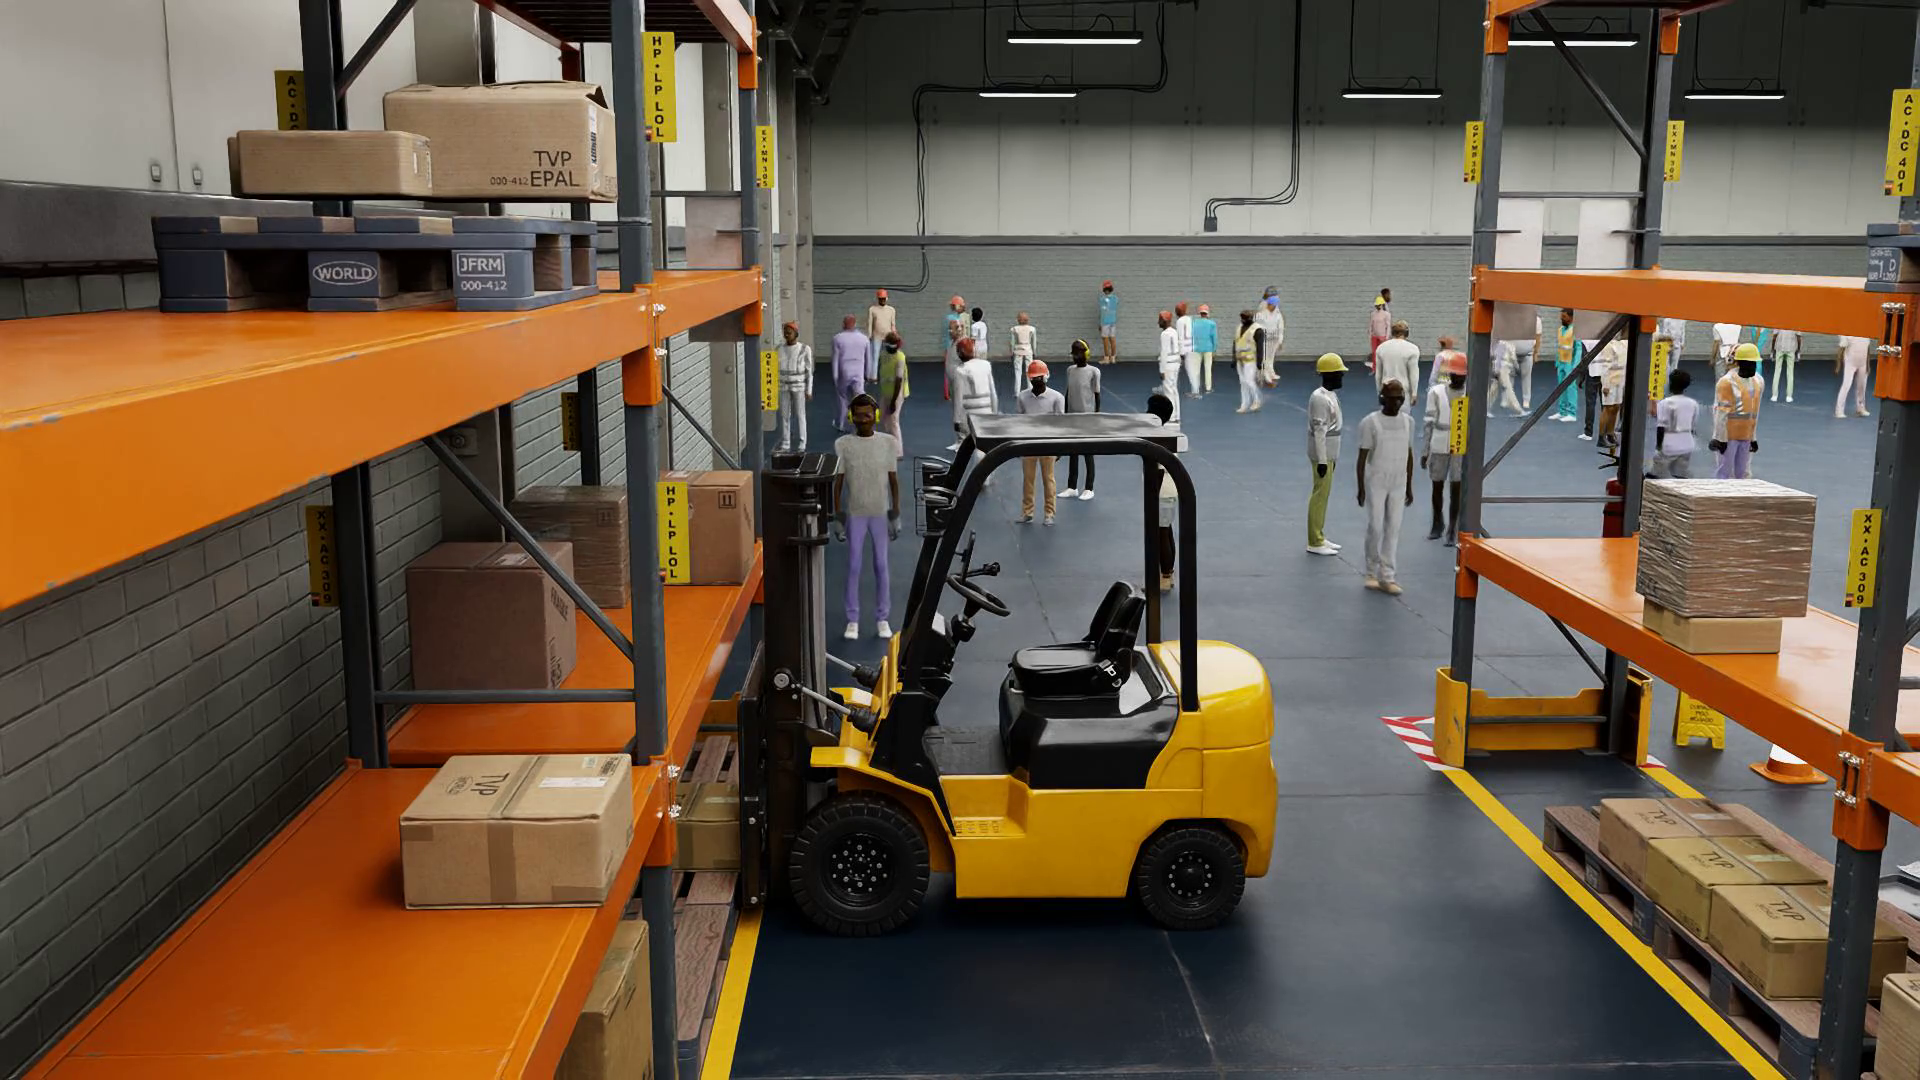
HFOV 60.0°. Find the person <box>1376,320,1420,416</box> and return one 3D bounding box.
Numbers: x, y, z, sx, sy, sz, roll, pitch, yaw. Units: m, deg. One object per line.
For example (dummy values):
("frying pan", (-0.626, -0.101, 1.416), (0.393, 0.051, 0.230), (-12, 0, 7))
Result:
("person", (5.926, -2.012, 22.582), (0.627, 1.933, 0.366), (9, 14, 41))

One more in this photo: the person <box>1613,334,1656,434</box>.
("person", (10.424, -2.599, 25.744), (0.613, 1.965, 0.361), (10, 14, 43))

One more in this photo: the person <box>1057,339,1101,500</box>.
("person", (1.393, -1.395, 19.330), (0.512, 1.865, 0.329), (9, 13, 40))

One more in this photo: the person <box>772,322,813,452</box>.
("person", (-2.375, -2.088, 23.173), (0.667, 1.880, 0.359), (3, 11, 15))

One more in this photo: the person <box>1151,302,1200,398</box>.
("person", (4.198, -3.641, 31.920), (0.986, 1.827, 0.584), (7, 12, 34))

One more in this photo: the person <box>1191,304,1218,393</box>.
("person", (4.823, -3.783, 32.939), (0.572, 1.748, 0.335), (4, 11, 21))

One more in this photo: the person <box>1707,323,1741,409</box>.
("person", (13.637, -3.239, 29.656), (0.564, 1.841, 0.394), (-4, 11, -19))

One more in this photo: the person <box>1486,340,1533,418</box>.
("person", (9.242, -2.824, 28.022), (0.903, 1.581, 0.531), (6, 12, 32))

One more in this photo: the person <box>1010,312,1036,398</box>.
("person", (1.212, -3.550, 31.943), (0.514, 1.644, 0.307), (-1, 10, -7))

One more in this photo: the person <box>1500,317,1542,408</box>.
("person", (10.072, -3.392, 29.955), (0.689, 2.000, 0.539), (5, 11, 26))

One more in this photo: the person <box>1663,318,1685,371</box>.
("person", (14.901, -4.094, 34.745), (0.497, 1.730, 0.377), (-2, 10, -14))

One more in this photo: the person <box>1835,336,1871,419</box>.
("person", (15.203, -2.958, 28.234), (0.749, 1.804, 0.527), (-1, 10, -8))

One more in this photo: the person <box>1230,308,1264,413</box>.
("person", (5.003, -3.115, 29.018), (0.435, 1.832, 0.642), (-6, 12, -29))

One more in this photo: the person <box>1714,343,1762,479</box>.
("person", (8.214, -1.108, 17.544), (0.584, 1.928, 0.374), (-6, 12, -29))

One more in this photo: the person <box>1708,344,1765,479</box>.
("person", (8.243, -1.138, 17.769), (0.636, 1.911, 0.404), (-6, 12, -28))

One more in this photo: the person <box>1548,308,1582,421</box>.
("person", (10.177, -2.945, 27.811), (0.370, 1.915, 0.597), (-2, 10, -13))

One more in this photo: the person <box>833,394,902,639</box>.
("person", (-0.689, -0.175, 12.543), (0.531, 1.863, 0.331), (-1, 10, -6))

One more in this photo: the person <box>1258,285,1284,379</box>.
("person", (6.809, -4.548, 36.395), (0.538, 2.000, 0.684), (-2, 10, -13))

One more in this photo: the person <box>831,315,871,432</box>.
("person", (-1.715, -2.575, 25.928), (0.671, 1.848, 1.012), (-4, 11, -20))

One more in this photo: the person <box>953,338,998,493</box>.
("person", (0.143, -1.488, 19.880), (0.628, 1.852, 0.635), (10, 14, 44))

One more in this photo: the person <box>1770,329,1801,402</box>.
("person", (15.490, -3.523, 31.197), (0.509, 1.863, 0.331), (5, 12, 28))

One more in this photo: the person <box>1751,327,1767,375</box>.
("person", (16.593, -4.123, 34.619), (0.360, 1.834, 0.521), (5, 11, 27))

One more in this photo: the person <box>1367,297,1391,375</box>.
("person", (9.370, -4.552, 37.211), (0.334, 1.760, 0.527), (-9, 14, -41))

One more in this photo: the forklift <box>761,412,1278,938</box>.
("forklift", (0.291, 0.548, 7.580), (2.313, 2.155, 1.214), (0, 10, -2))

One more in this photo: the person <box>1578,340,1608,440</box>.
("person", (9.648, -2.463, 25.121), (0.592, 1.919, 0.392), (0, 10, -1))

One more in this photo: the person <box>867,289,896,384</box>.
("person", (-1.644, -4.267, 34.956), (0.610, 1.996, 0.377), (-3, 11, -16))

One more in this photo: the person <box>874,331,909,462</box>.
("person", (-0.921, -1.927, 22.463), (0.444, 1.796, 0.657), (-6, 12, -32))

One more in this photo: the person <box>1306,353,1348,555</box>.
("person", (3.516, -0.829, 15.985), (0.354, 1.930, 0.594), (4, 11, 19))

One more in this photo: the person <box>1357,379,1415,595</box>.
("person", (3.620, -0.457, 14.186), (0.520, 1.837, 0.522), (-2, 10, -13))

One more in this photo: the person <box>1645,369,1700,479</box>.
("person", (7.378, -0.927, 17.206), (0.548, 1.678, 0.400), (-4, 11, -22))

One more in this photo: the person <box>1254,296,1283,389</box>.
("person", (6.295, -4.043, 34.023), (0.622, 1.894, 0.948), (-5, 11, -24))

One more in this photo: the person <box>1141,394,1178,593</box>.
("person", (1.710, -0.395, 14.220), (0.317, 1.695, 0.540), (3, 11, 17))

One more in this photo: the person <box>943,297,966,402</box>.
("person", (-0.099, -3.561, 31.149), (0.379, 1.964, 0.693), (2, 10, 14))

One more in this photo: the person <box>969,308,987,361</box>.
("person", (0.363, -3.753, 32.958), (0.321, 1.690, 0.533), (5, 11, 26))

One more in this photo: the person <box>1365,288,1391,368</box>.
("person", (9.936, -5.008, 39.343), (0.557, 1.912, 0.813), (3, 11, 15))

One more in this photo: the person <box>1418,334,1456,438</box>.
("person", (7.324, -2.294, 25.056), (0.832, 1.603, 0.518), (9, 14, 42))

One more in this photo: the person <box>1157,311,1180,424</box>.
("person", (3.389, -2.796, 27.133), (0.366, 1.873, 0.590), (5, 11, 24))

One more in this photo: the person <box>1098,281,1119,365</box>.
("person", (3.597, -5.302, 40.600), (0.372, 2.038, 0.614), (10, 14, 43))

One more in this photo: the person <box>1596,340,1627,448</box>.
("person", (9.522, -2.292, 24.163), (0.547, 1.925, 0.390), (-9, 14, -42))

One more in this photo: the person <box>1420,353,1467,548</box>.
("person", (4.885, -0.901, 16.510), (0.577, 1.908, 0.790), (4, 11, 22))

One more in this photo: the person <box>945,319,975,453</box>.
("person", (-0.021, -2.195, 23.705), (0.398, 1.898, 0.643), (-4, 11, -21))

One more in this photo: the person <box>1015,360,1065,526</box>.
("person", (0.821, -1.026, 17.571), (0.572, 1.750, 0.330), (5, 11, 25))
